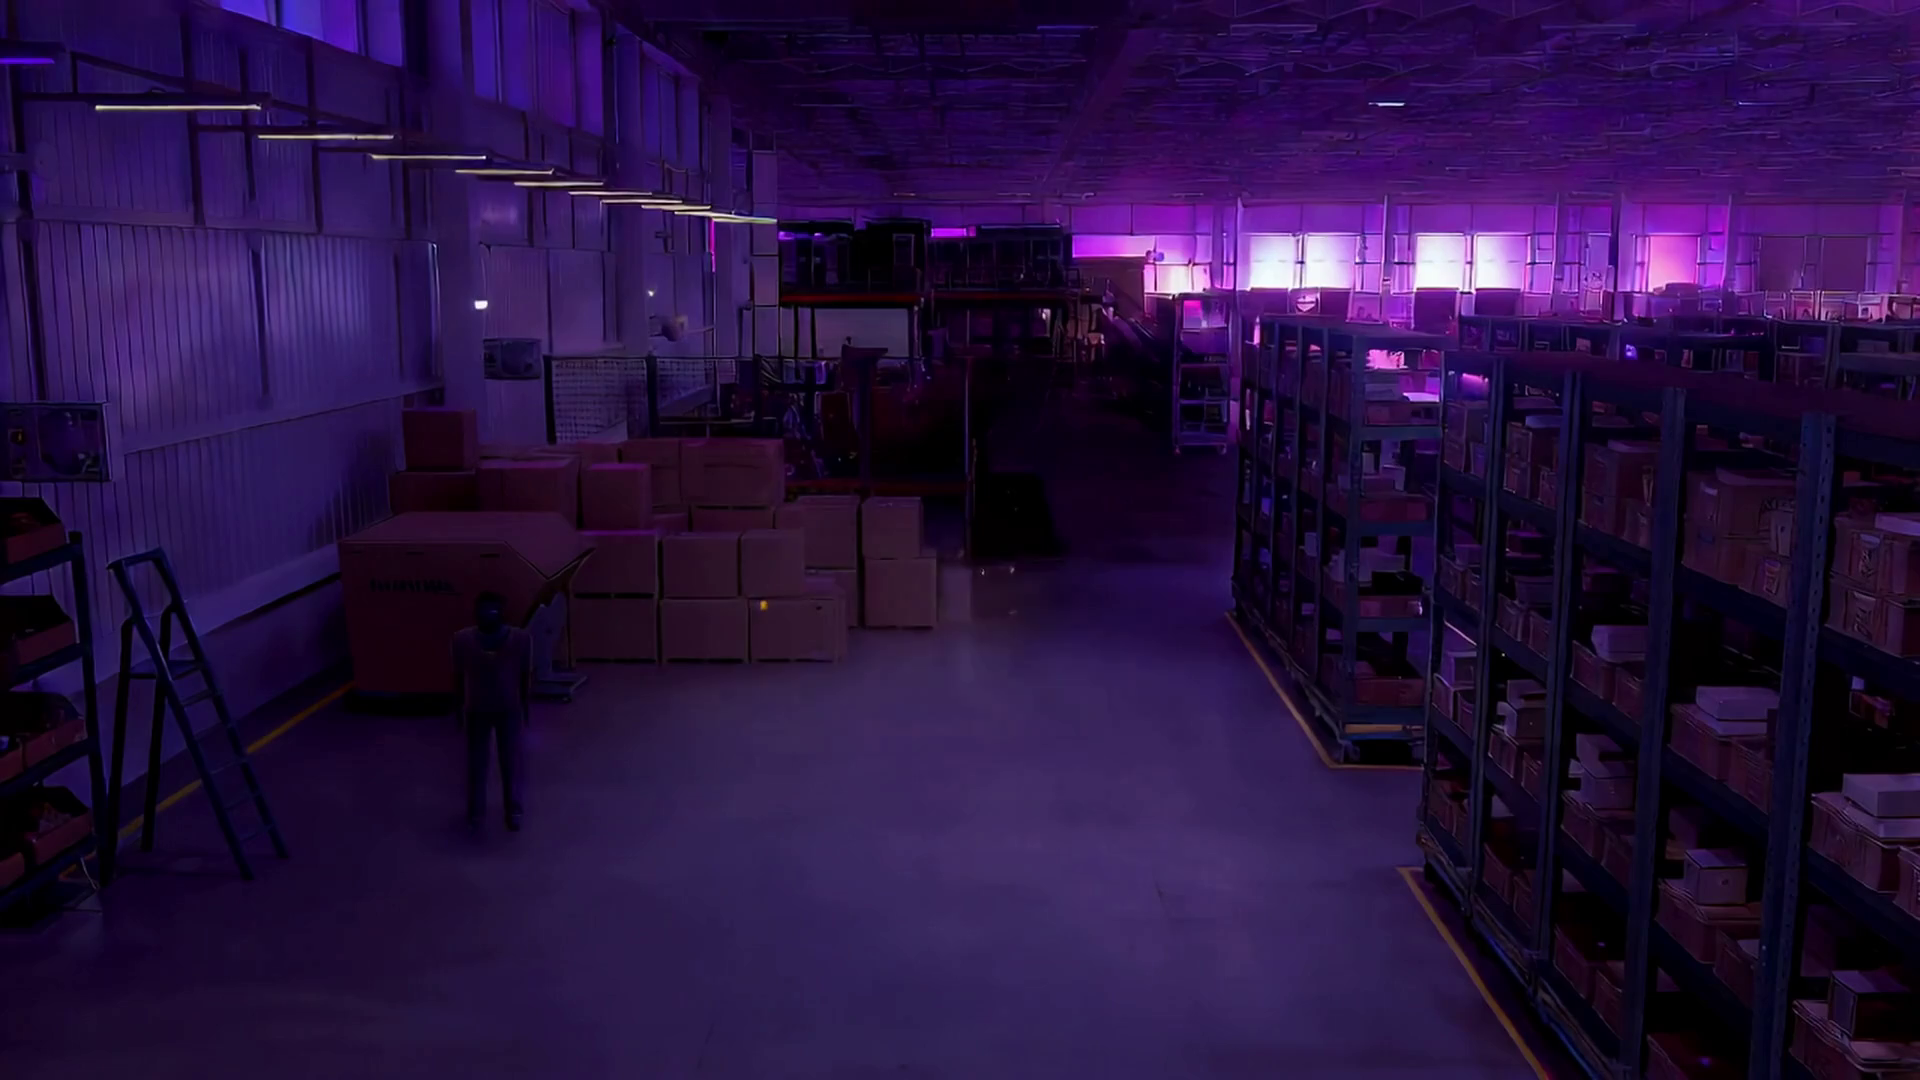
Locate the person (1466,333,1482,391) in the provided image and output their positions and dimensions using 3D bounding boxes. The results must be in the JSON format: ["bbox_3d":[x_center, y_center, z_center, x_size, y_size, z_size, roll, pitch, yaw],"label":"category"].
[{"bbox_3d":[17.750,-6.087,56.848,0.822,1.996,0.646,1,9,3],"label":"person"}]

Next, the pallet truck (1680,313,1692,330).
[{"bbox_3d":[36.315,-10.531,84.244,0.823,1.965,1.885,-6,11,-33],"label":"pallet truck"}]

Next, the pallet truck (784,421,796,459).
[{"bbox_3d":[-4.013,-1.793,32.705,1.601,1.201,0.680,0,9,1],"label":"pallet truck"}]

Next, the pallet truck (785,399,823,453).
[{"bbox_3d":[-3.814,-2.432,36.419,1.630,1.274,0.653,0,9,1],"label":"pallet truck"}]

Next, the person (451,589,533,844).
[{"bbox_3d":[-3.373,1.251,12.020,0.563,1.847,0.388,-3,10,-18],"label":"person"}]

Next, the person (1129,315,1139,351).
[{"bbox_3d":[8.873,-10.562,84.908,0.636,1.842,0.429,5,11,30],"label":"person"}]

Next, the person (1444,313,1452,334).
[{"bbox_3d":[25.175,-10.762,85.871,0.421,1.939,0.603,-2,10,-15],"label":"person"}]

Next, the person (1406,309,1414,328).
[{"bbox_3d":[25.621,-12.195,94.761,0.394,1.920,0.586,9,13,42],"label":"person"}]

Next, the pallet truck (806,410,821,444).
[{"bbox_3d":[-3.559,-2.018,33.905,1.522,1.261,0.704,0,9,-1],"label":"pallet truck"}]

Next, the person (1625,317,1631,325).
[{"bbox_3d":[31.230,-9.467,77.939,0.598,1.913,0.397,5,11,29],"label":"person"}]

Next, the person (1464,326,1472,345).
[{"bbox_3d":[22.499,-8.861,74.051,0.625,1.967,0.849,-4,10,-23],"label":"person"}]

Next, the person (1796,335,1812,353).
[{"bbox_3d":[29.681,-6.390,58.566,1.038,2.000,0.696,0,9,1],"label":"person"}]

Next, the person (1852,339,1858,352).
[{"bbox_3d":[31.392,-6.261,58.381,0.861,1.834,0.555,2,9,11],"label":"person"}]

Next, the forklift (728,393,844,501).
[{"bbox_3d":[-2.979,-1.316,26.476,2.680,1.987,1.157,0,9,1],"label":"forklift"}]

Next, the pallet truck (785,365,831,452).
[{"bbox_3d":[-3.774,-2.976,37.635,1.885,1.965,0.823,1,9,5],"label":"pallet truck"}]

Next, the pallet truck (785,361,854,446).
[{"bbox_3d":[-3.410,-3.193,38.978,1.885,1.965,0.823,0,9,-1],"label":"pallet truck"}]

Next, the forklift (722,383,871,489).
[{"bbox_3d":[-2.893,-1.687,28.729,2.680,1.987,1.157,0,9,-1],"label":"forklift"}]

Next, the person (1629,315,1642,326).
[{"bbox_3d":[34.509,-10.580,85.021,0.633,1.843,0.429,4,10,23],"label":"person"}]

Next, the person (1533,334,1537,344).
[{"bbox_3d":[22.244,-7.298,64.731,0.312,1.864,0.515,-4,10,-23],"label":"person"}]

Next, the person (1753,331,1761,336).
[{"bbox_3d":[38.160,-9.634,79.629,0.540,1.695,0.317,-7,11,-36],"label":"person"}]

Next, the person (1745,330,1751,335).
[{"bbox_3d":[40.274,-10.599,85.290,0.511,1.794,0.970,-5,11,-29],"label":"person"}]
